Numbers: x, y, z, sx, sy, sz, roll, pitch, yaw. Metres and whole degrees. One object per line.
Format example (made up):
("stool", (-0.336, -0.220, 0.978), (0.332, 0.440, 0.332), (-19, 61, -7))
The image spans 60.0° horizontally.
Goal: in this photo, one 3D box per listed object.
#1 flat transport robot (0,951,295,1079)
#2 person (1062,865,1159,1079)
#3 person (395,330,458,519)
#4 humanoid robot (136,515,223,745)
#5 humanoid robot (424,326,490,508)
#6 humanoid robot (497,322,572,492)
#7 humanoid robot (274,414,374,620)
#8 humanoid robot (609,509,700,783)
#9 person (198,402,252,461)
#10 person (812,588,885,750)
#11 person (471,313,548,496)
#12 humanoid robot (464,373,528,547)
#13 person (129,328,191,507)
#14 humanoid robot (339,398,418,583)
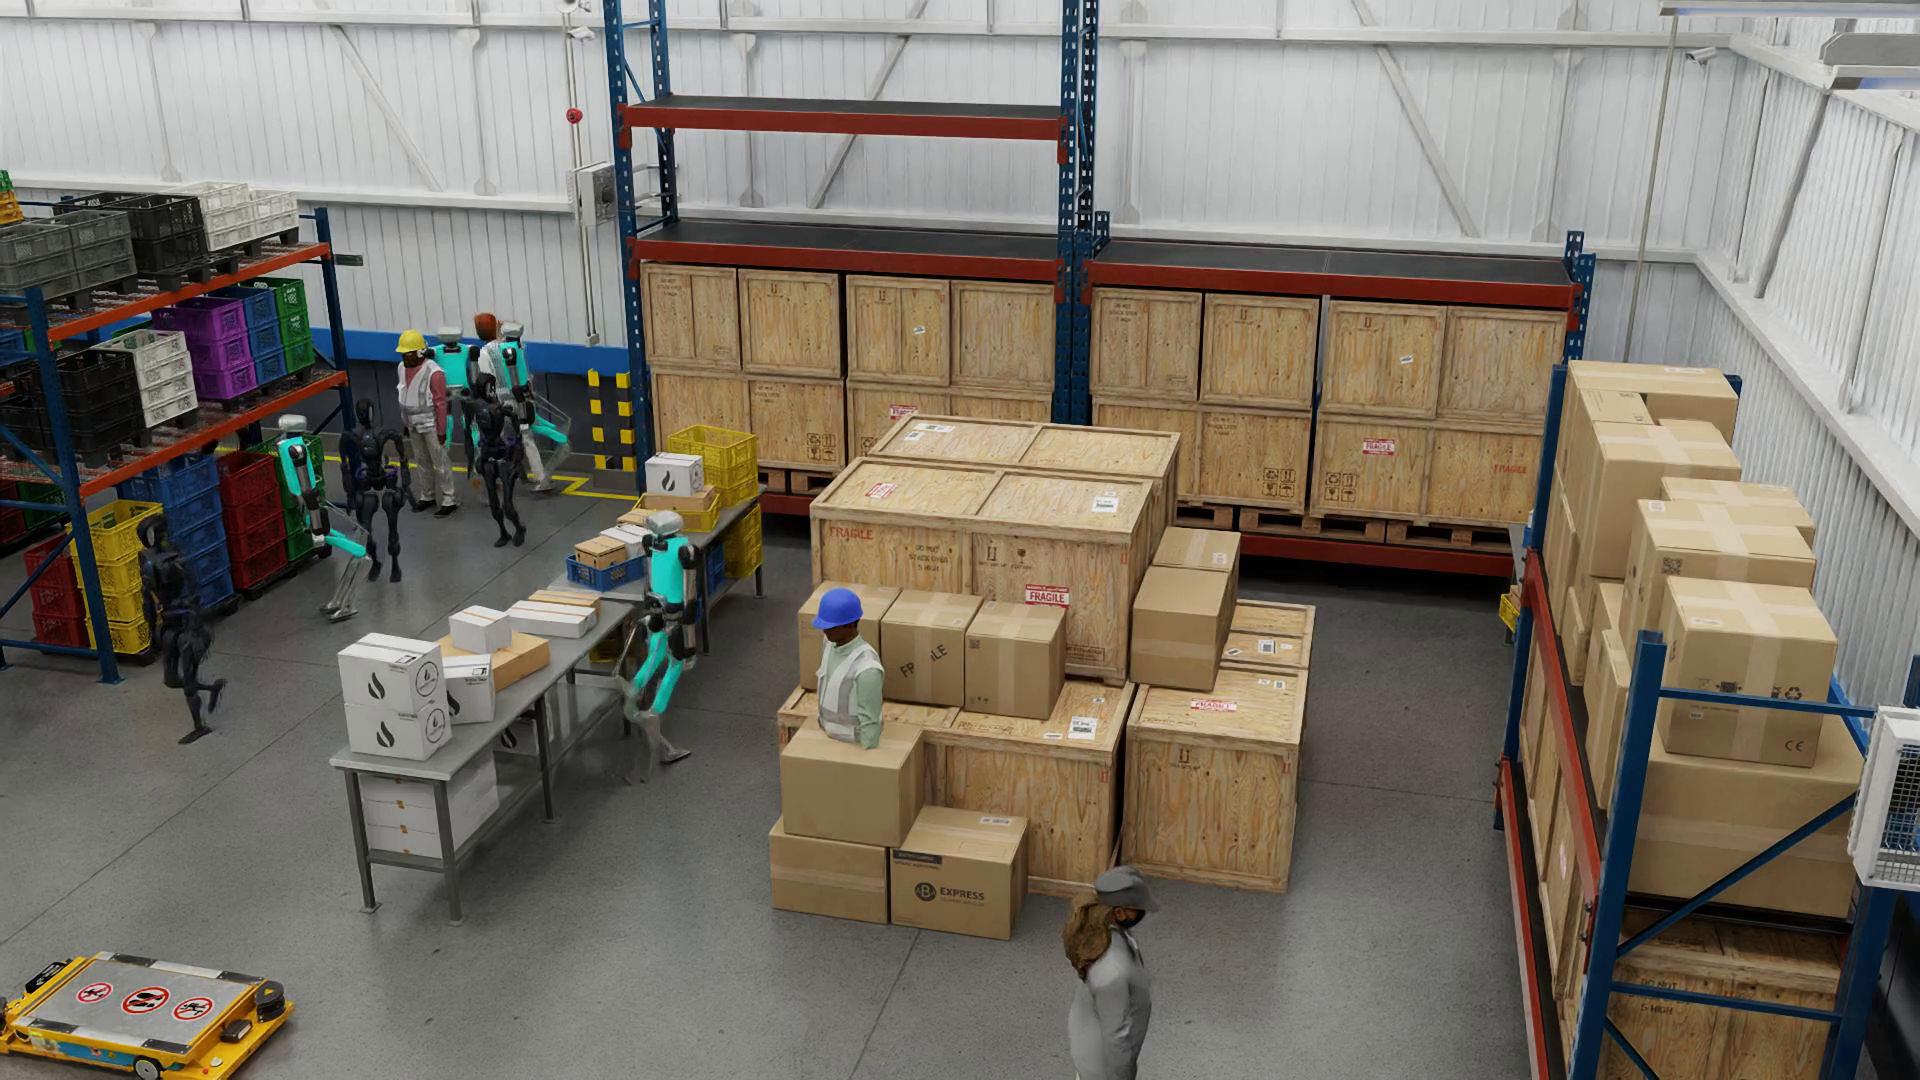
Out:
("flat transport robot", (-4.270, 2.464, 8.601), (1.431, 0.231, 0.659), (5, 22, 13))
("person", (0.631, 2.195, 7.208), (0.404, 1.763, 0.563), (-1, 21, -2))
("person", (-5.081, -1.105, 15.767), (0.588, 1.823, 0.405), (13, 24, 30))
("humanoid robot", (-5.374, 0.582, 11.563), (0.590, 1.646, 0.467), (10, 23, 25))
("humanoid robot", (-4.790, -1.133, 15.891), (0.575, 1.753, 0.708), (-9, 23, -21))
("humanoid robot", (-4.066, -1.304, 16.213), (0.735, 1.677, 0.533), (-4, 21, -10))
("humanoid robot", (-5.062, -0.214, 13.433), (0.719, 1.718, 0.530), (-13, 24, -30))
("humanoid robot", (-2.101, 0.770, 11.116), (0.791, 1.873, 0.572), (-19, 28, -41))
("person", (-7.150, -1.331, 16.148), (0.912, 1.967, 0.642), (5, 21, 12))
("person", (-0.645, 1.168, 9.658), (0.411, 1.939, 0.602), (-11, 23, -26))
("person", (-4.462, -1.328, 16.359), (0.842, 1.822, 0.595), (10, 23, 25))
("humanoid robot", (-4.172, -0.723, 14.964), (0.609, 1.636, 0.359), (5, 21, 12))
("person", (-7.680, -1.136, 15.848), (0.674, 1.818, 0.560), (11, 24, 27))
("humanoid robot", (-4.948, -0.421, 14.183), (0.587, 1.645, 0.355), (-5, 21, -12))
